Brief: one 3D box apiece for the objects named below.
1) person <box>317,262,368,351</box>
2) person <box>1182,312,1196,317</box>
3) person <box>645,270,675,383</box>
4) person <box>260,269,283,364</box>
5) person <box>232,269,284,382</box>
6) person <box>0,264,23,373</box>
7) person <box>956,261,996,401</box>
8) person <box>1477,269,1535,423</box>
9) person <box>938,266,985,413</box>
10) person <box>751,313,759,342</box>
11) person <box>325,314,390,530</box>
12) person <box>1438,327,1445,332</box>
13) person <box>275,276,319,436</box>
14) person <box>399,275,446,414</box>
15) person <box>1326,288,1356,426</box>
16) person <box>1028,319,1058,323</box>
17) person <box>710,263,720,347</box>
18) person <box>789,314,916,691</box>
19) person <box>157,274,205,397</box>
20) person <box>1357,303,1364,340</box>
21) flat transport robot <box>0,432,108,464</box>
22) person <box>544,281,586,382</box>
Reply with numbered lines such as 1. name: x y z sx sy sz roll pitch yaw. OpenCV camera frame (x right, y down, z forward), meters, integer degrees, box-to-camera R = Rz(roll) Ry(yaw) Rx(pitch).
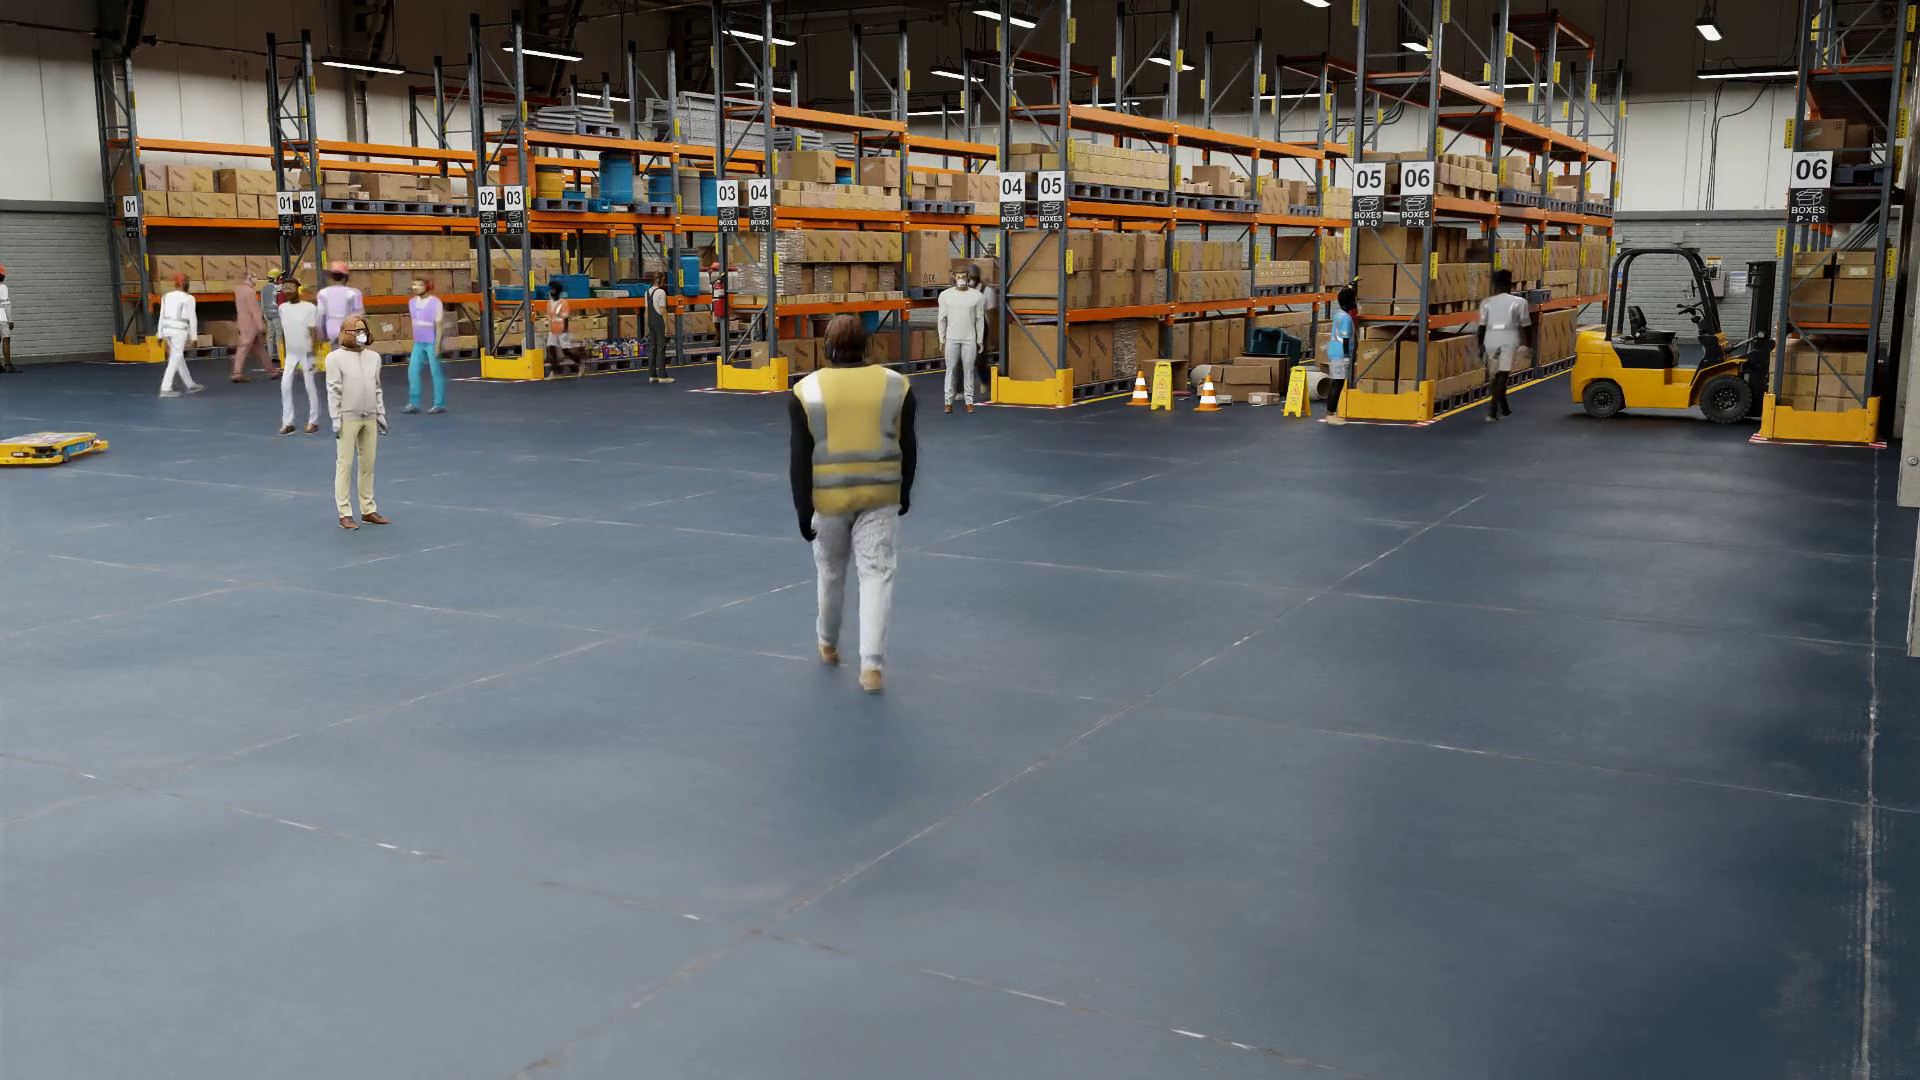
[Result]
1. person: -8.686 -2.912 23.459 0.632 1.980 1.062 0 10 -1
2. person: 6.050 -6.353 43.575 0.623 1.989 0.400 9 13 41
3. person: -4.939 -3.487 27.239 0.506 1.843 0.346 9 13 41
4. person: -13.190 -4.311 32.086 0.596 1.831 0.403 5 11 29
5. person: -11.612 -3.537 27.471 0.987 1.853 0.665 -7 12 -34
6. person: -16.995 -3.919 29.484 0.543 1.938 0.357 4 10 21
7. person: 0.174 -3.030 23.982 0.692 2.000 0.735 3 10 15
8. person: 6.808 -2.432 20.836 0.627 1.915 0.995 8 12 39
9. person: 0.017 -2.642 22.003 0.627 1.940 0.371 0 10 -2
10. person: -4.643 -5.423 38.319 0.587 1.928 0.382 7 12 34
11. person: -4.608 -0.907 12.736 0.279 1.634 0.497 6 11 31
12. person: 11.067 -5.402 38.250 0.597 1.906 0.589 5 11 26
13. person: -7.664 -2.117 19.209 0.523 1.840 0.781 1 10 7
14. person: -7.053 -2.537 21.714 0.596 1.820 0.762 5 11 27
15. person: 4.690 -2.249 20.458 0.321 1.690 0.544 1 10 6
16. person: 1.370 -3.594 27.621 0.579 1.922 0.408 4 10 20
17. person: -5.220 -5.020 35.963 0.542 1.928 0.374 8 13 41
18. person: -0.522 -0.204 8.180 0.623 1.793 0.946 -1 10 -5
19. person: -11.619 -3.040 24.728 0.584 1.819 0.979 4 10 20
20. person: 8.640 -5.029 36.226 0.510 1.860 0.333 2 10 11
21. flat transport robot: -9.311 -0.944 16.941 0.652 0.197 1.431 -1 10 -6
22. person: -6.611 -3.479 27.698 0.530 1.670 0.711 7 12 35
